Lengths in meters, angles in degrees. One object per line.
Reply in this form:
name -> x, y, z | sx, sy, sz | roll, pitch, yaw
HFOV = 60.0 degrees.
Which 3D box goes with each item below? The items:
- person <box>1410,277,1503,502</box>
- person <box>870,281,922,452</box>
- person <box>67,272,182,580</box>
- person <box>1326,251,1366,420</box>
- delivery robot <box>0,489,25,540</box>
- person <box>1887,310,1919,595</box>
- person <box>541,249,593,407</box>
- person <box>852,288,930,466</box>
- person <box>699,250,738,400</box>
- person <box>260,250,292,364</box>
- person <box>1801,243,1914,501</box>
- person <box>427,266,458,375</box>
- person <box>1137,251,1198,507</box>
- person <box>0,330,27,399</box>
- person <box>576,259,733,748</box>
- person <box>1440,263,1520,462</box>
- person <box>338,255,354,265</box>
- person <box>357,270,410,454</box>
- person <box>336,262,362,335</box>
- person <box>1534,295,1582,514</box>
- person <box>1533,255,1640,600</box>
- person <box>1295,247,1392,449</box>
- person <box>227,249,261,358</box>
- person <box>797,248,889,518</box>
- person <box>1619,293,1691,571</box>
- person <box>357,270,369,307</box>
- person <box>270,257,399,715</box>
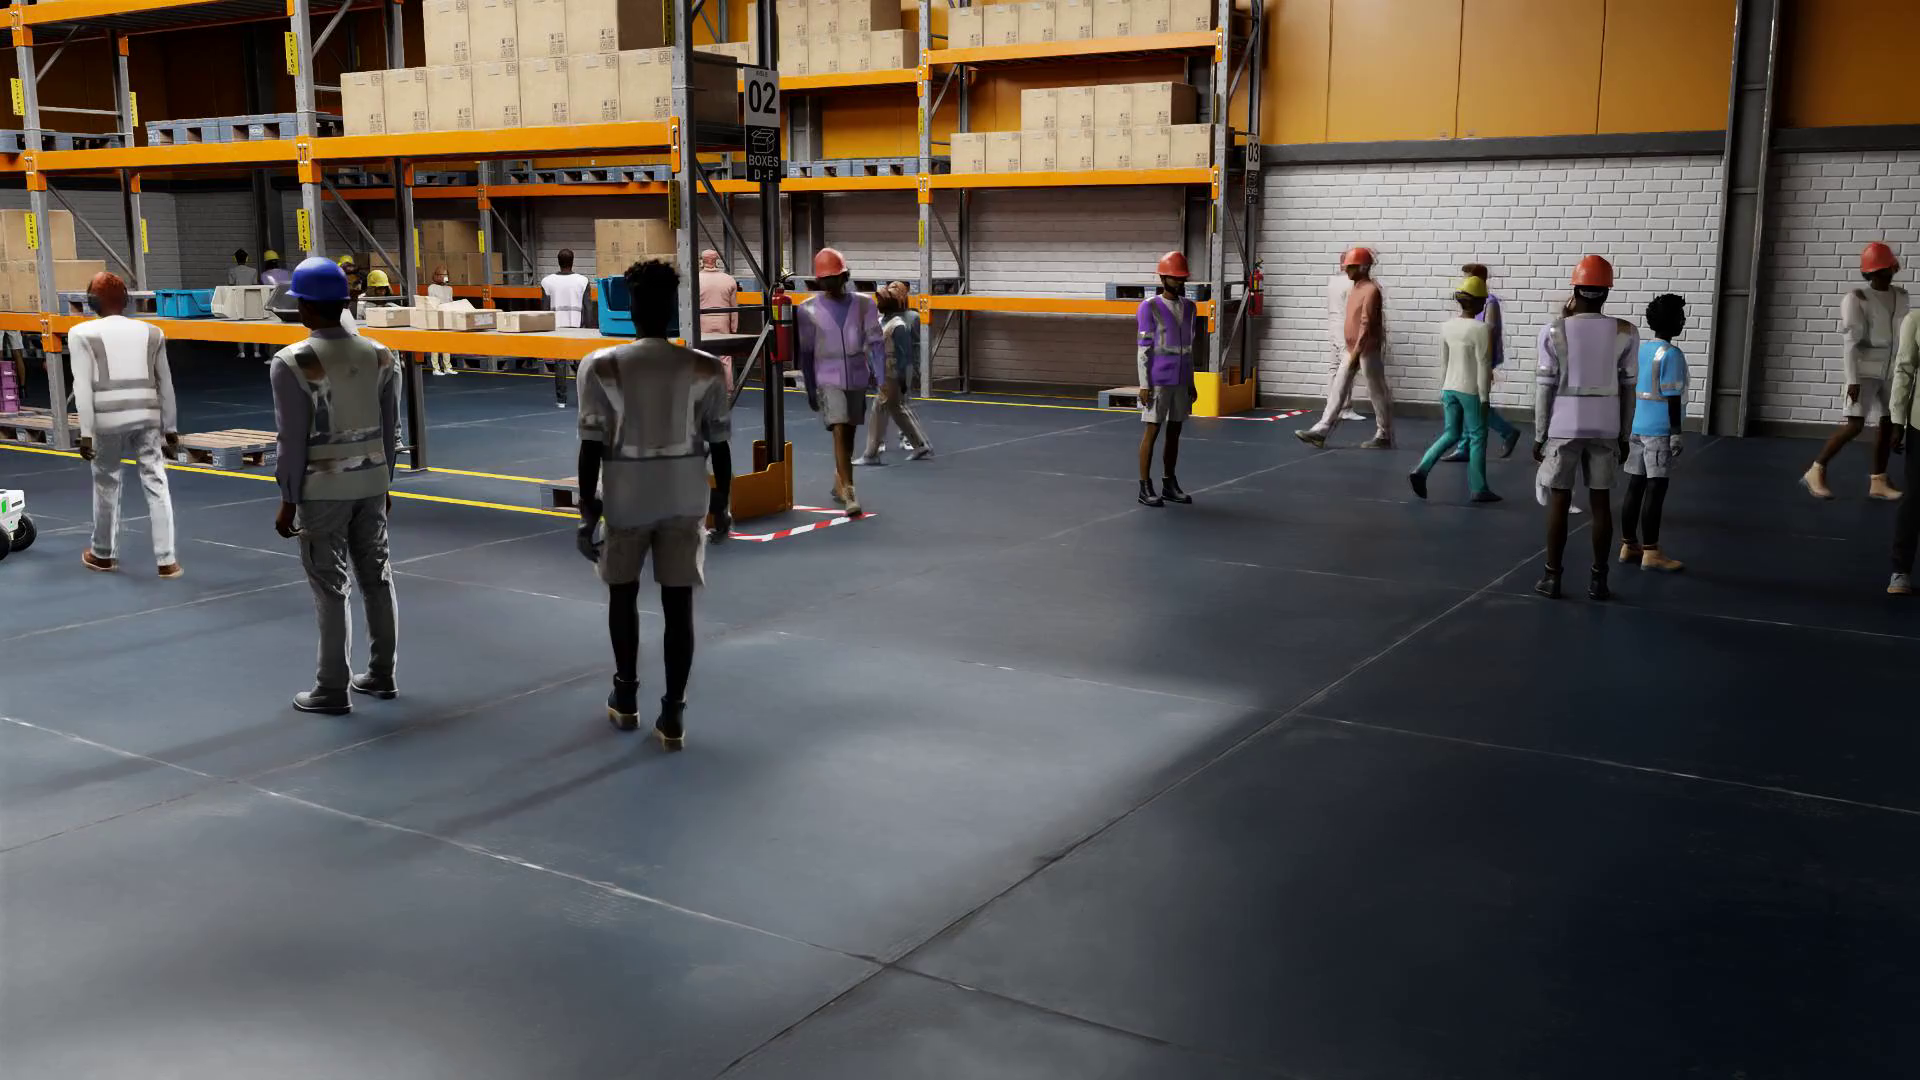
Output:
person -> 3.868, -1.145, 12.789 | 0.708, 1.748, 0.540 | -4, 11, -23
person -> -0.612, -1.658, 15.950 | 0.500, 1.632, 0.286 | -3, 11, -15
person -> -5.046, -0.685, 10.040 | 0.826, 1.832, 0.609 | 9, 14, 42
person -> 4.374, -2.304, 18.769 | 0.408, 1.908, 0.645 | -2, 10, -12
delivery robot -> -6.359, -0.191, 10.549 | 0.707, 0.478, 0.477 | -2, 10, -9
person -> 5.616, -0.666, 9.442 | 0.612, 1.997, 0.376 | 3, 11, 18
person -> -4.751, -2.560, 20.158 | 0.597, 1.916, 0.371 | -2, 10, -8
person -> -0.618, -1.487, 15.103 | 0.821, 1.598, 0.524 | -4, 11, -22
person -> -3.017, -2.559, 20.190 | 0.651, 1.904, 0.401 | -4, 11, -23
person -> -11.004, -3.762, 27.018 | 0.839, 1.867, 0.608 | 7, 13, 35
person -> 7.069, -1.297, 12.948 | 0.681, 2.003, 0.555 | -4, 11, -21
person -> -7.786, -3.288, 25.004 | 0.277, 1.629, 0.497 | 5, 12, 27
person -> 1.605, -1.224, 12.697 | 0.550, 1.935, 0.376 | -7, 12, -33
person -> -12.194, -2.744, 21.150 | 0.373, 1.928, 0.543 | 10, 14, 44
person -> -1.256, -0.163, 6.800 | 0.651, 1.938, 0.779 | -3, 11, -17
person -> 4.740, -1.598, 15.092 | 0.588, 1.824, 0.590 | -1, 10, -5
person -> -9.359, -3.465, 25.535 | 0.914, 1.782, 0.627 | 4, 11, 19
person -> -5.414, -1.650, 15.600 | 0.491, 1.744, 0.295 | -10, 14, -43
person -> -4.338, -1.027, 11.798 | 0.312, 1.869, 0.537 | -2, 10, -11
person -> 4.513, -1.000, 12.303 | 0.533, 1.625, 0.358 | -2, 10, -12
person -> 3.501, -0.621, 9.360 | 0.545, 1.938, 0.359 | 2, 10, 11
person -> 3.762, -1.830, 16.014 | 0.992, 1.943, 0.635 | -2, 10, -9
person -> -12.328, -4.069, 28.650 | 0.531, 1.870, 0.316 | -6, 12, -29
person -> -0.895, -1.183, 12.410 | 0.622, 1.971, 1.107 | -3, 11, -17
person -> 4.296, -0.663, 10.256 | 0.320, 1.698, 0.531 | -1, 10, -5
person -> -6.696, -2.196, 18.773 | 0.325, 1.689, 0.545 | 3, 11, 17
person -> -2.673, -0.228, 7.142 | 0.384, 1.951, 0.605 | 5, 12, 28
